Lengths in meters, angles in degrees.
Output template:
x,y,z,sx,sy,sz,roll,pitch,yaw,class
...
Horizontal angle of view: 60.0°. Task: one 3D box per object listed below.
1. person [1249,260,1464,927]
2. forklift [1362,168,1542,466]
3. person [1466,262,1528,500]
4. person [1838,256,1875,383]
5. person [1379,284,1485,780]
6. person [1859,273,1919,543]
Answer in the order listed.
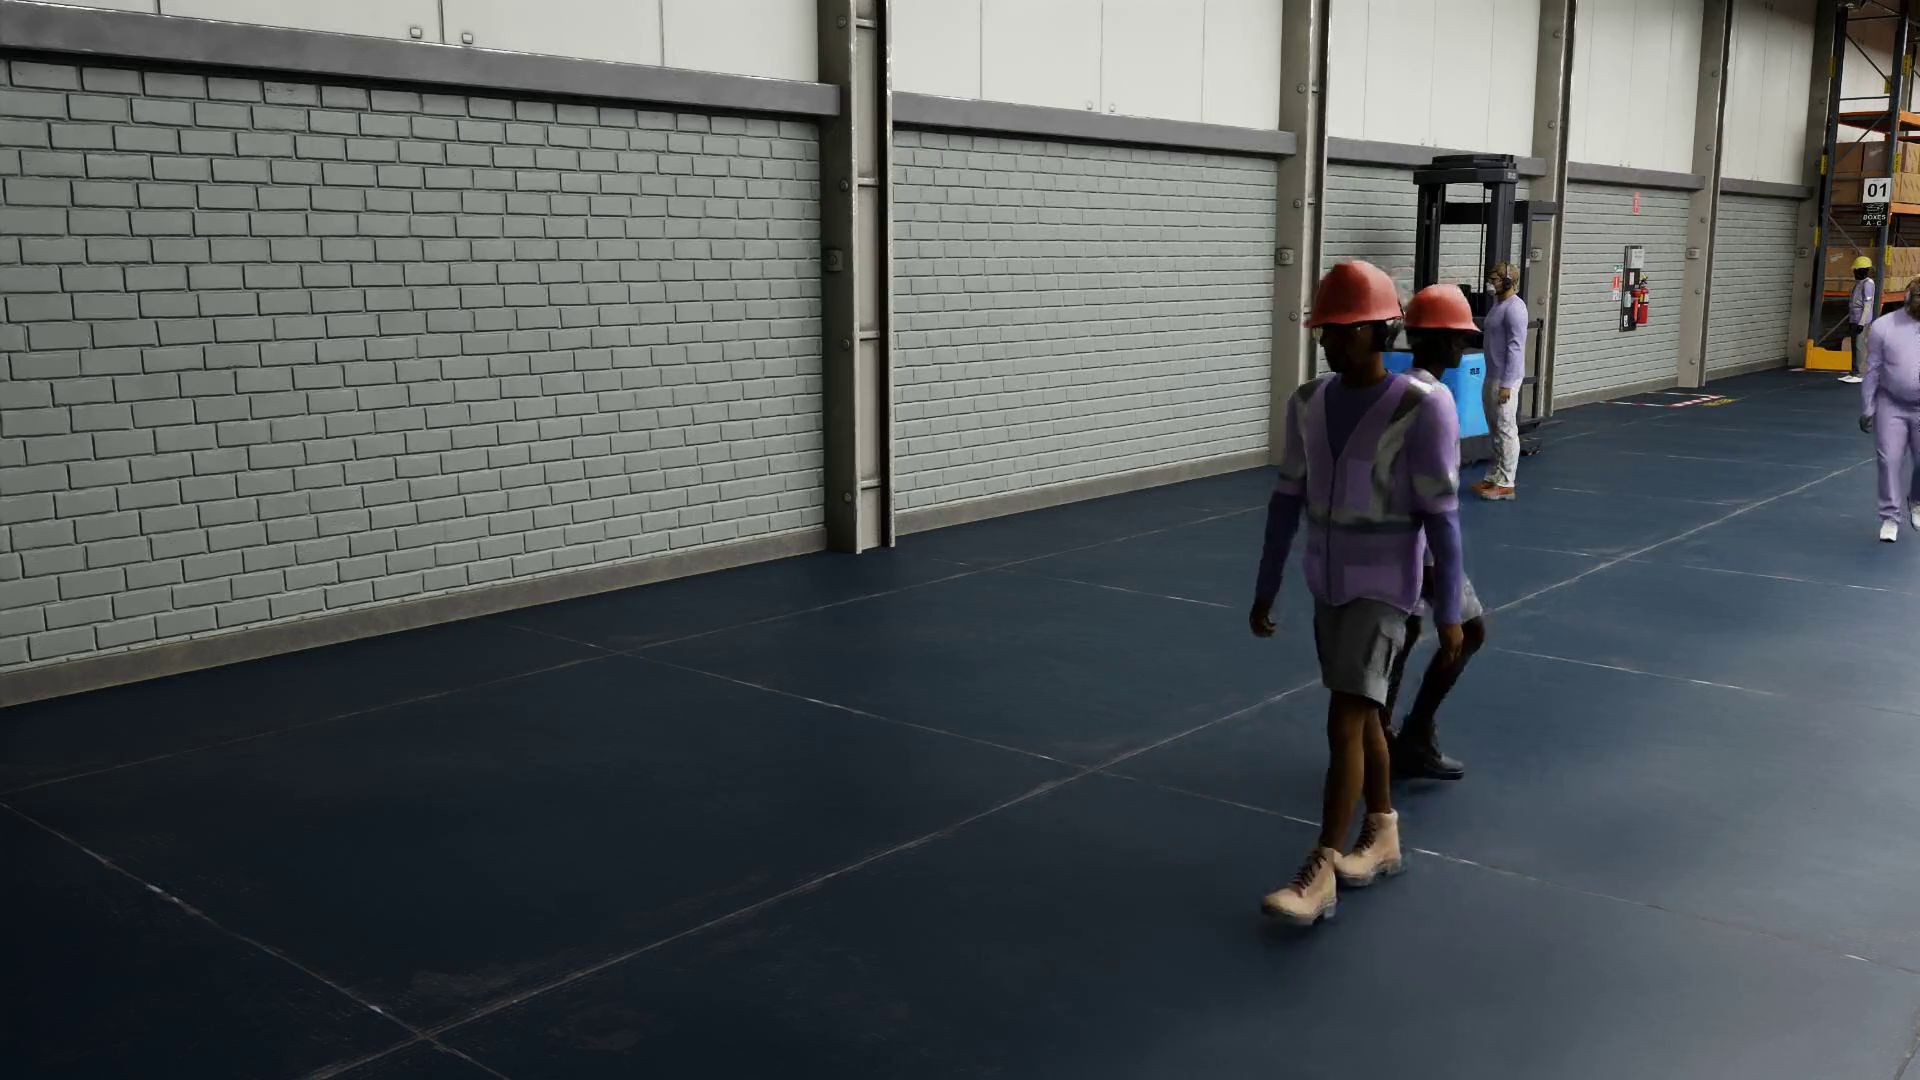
x,y,z,sx,sy,sz,roll,pitch,yaw,class
1.151,0.160,5.137,0.919,2.004,0.653,-7,12,-34,person
4.875,-2.212,16.287,1.129,2.768,1.873,8,13,40,forklift
4.463,-1.314,13.734,0.373,1.940,0.630,0,10,2,person
13.778,-3.376,25.497,0.361,1.929,0.587,3,10,14,person
1.804,-0.012,6.374,0.510,1.916,0.565,-1,10,-4,person
6.693,-0.934,11.720,0.639,1.887,0.467,5,11,27,person
